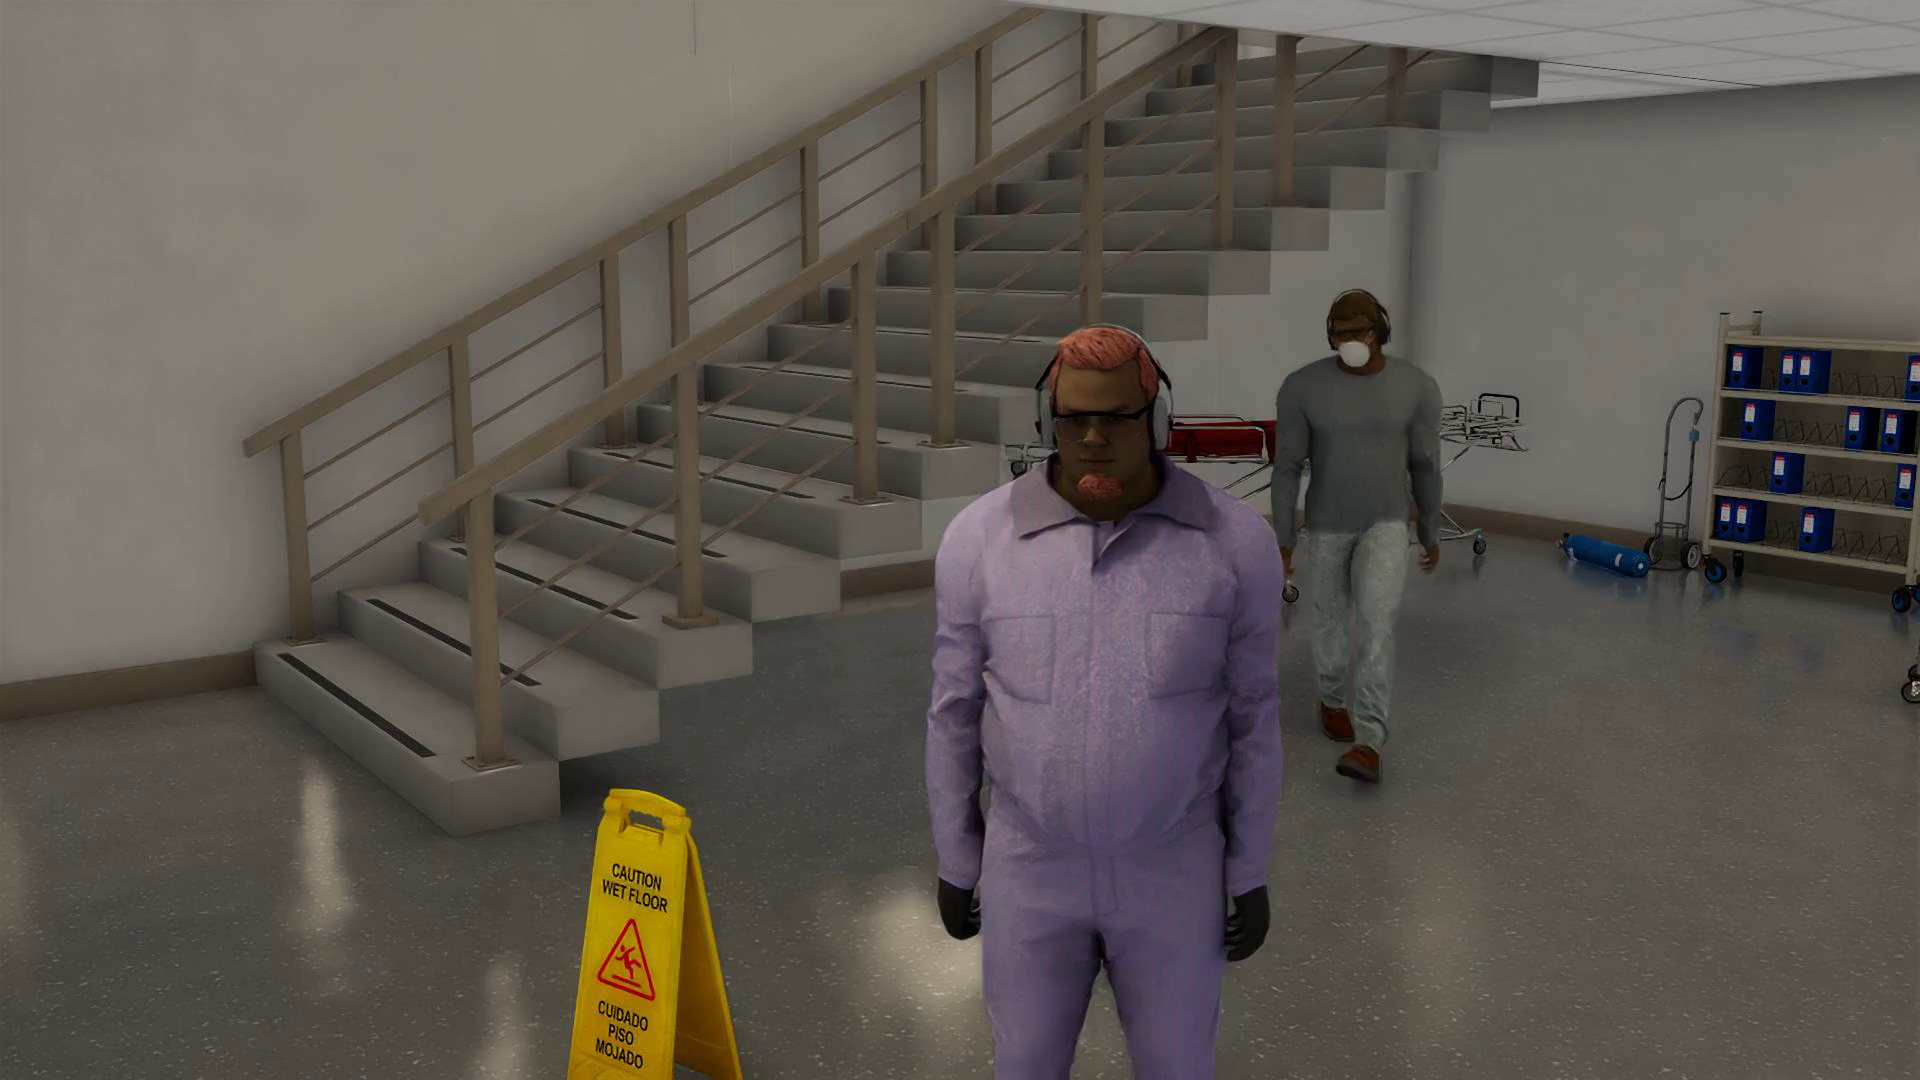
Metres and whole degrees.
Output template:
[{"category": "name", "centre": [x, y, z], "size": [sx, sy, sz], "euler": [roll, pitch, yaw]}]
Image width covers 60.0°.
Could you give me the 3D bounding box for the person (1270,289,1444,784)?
[{"category": "person", "centre": [1.554, -0.035, 6.515], "size": [0.664, 1.877, 1.049], "euler": [3, 10, 14]}]

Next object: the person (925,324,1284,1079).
[{"category": "person", "centre": [0.252, 0.567, 2.992], "size": [0.643, 1.900, 0.404], "euler": [1, 10, 6]}]
